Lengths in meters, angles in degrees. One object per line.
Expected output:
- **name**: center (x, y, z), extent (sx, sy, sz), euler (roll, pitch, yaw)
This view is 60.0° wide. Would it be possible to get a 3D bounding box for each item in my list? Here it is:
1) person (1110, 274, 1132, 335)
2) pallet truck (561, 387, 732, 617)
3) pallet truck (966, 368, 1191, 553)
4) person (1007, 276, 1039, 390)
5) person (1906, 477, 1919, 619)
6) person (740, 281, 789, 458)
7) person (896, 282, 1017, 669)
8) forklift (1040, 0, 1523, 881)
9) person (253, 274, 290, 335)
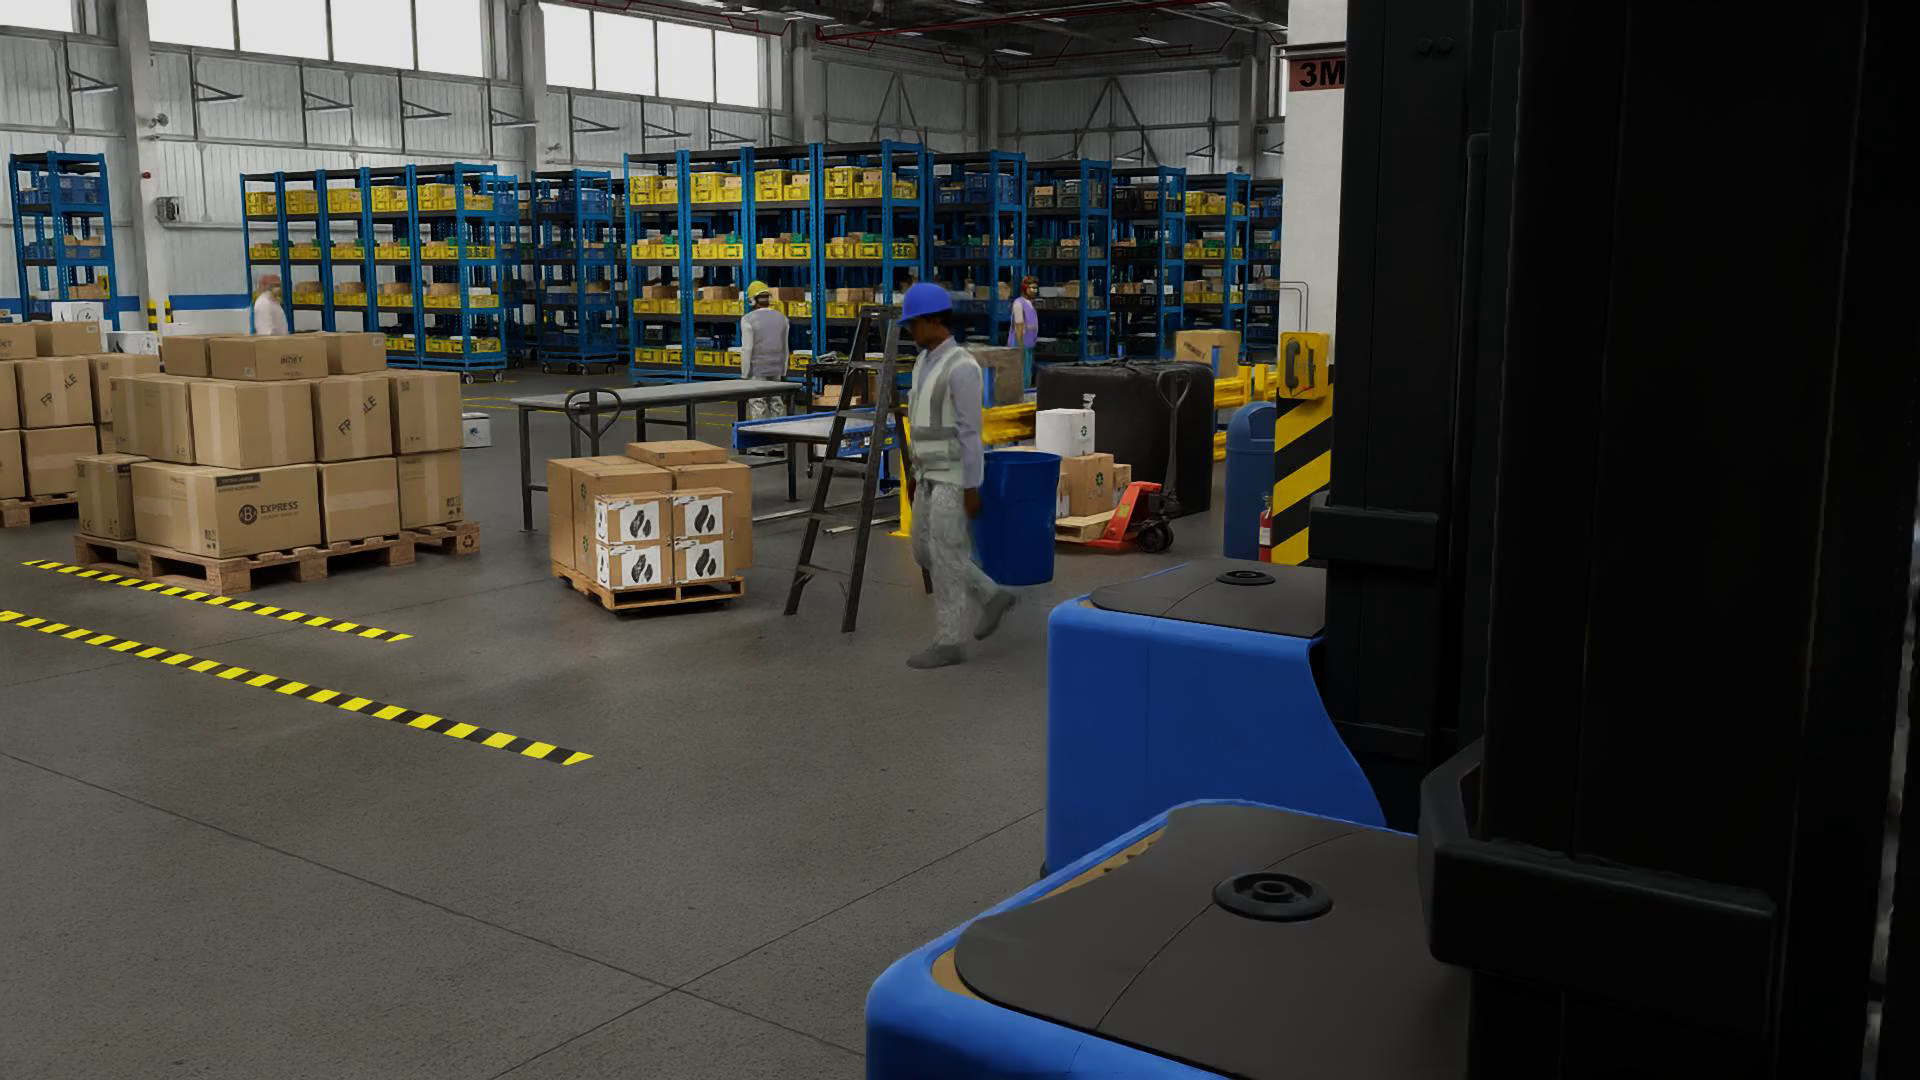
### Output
- **person**: center (3.014, -4.102, 31.121), extent (0.403, 1.823, 0.588), euler (-5, 11, -26)
- **pallet truck**: center (-1.981, -0.274, 10.088), extent (0.680, 1.201, 1.601), euler (-5, 11, -28)
- **pallet truck**: center (0.845, -0.609, 11.869), extent (1.630, 1.274, 0.653), euler (7, 12, 35)
- **person**: center (0.792, -2.373, 20.775), extent (0.389, 1.837, 0.563), euler (2, 10, 14)
- **person**: center (3.945, 0.049, 6.901), extent (0.540, 1.655, 0.863), euler (-3, 10, -17)
- **person**: center (-1.999, -1.702, 16.830), extent (0.404, 1.818, 0.601), euler (9, 13, 43)
- **person**: center (-0.017, -0.330, 8.364), extent (0.610, 1.921, 0.663), euler (-4, 10, -22)
- **forklift**: center (1.249, -0.137, 4.360), extent (1.873, 2.768, 1.129), euler (7, 12, 35)
- **person**: center (-8.818, -2.452, 21.198), extent (0.999, 1.860, 0.639), euler (-1, 10, -9)
